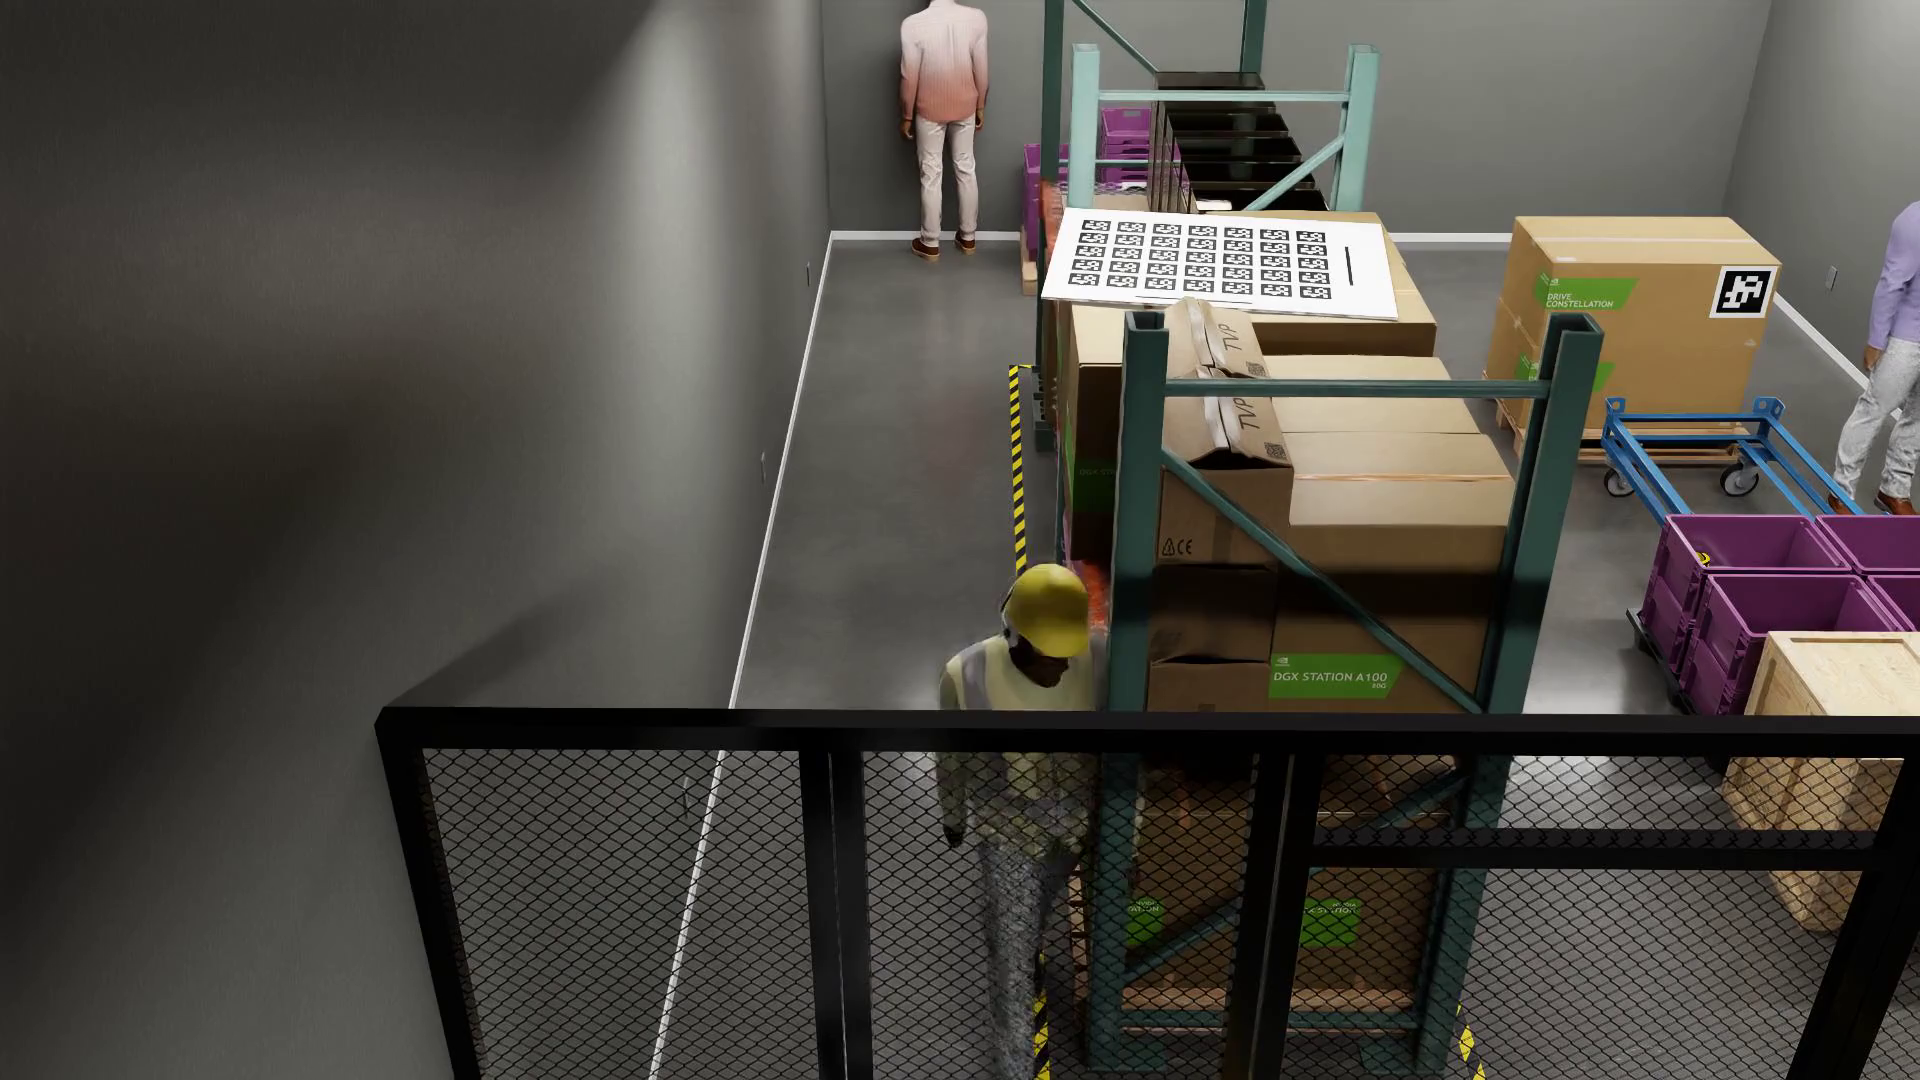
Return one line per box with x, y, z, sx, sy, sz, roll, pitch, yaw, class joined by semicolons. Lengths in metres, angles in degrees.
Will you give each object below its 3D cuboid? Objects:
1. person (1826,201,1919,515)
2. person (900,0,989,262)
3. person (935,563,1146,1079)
4.546;-0.943;7.782;0.629;1.940;0.377;0;31;0;person
-0.108;-2.811;10.830;0.608;1.995;0.377;-12;33;-20;person
0.251;0.863;4.929;0.584;1.769;0.956;-6;32;-11;person
